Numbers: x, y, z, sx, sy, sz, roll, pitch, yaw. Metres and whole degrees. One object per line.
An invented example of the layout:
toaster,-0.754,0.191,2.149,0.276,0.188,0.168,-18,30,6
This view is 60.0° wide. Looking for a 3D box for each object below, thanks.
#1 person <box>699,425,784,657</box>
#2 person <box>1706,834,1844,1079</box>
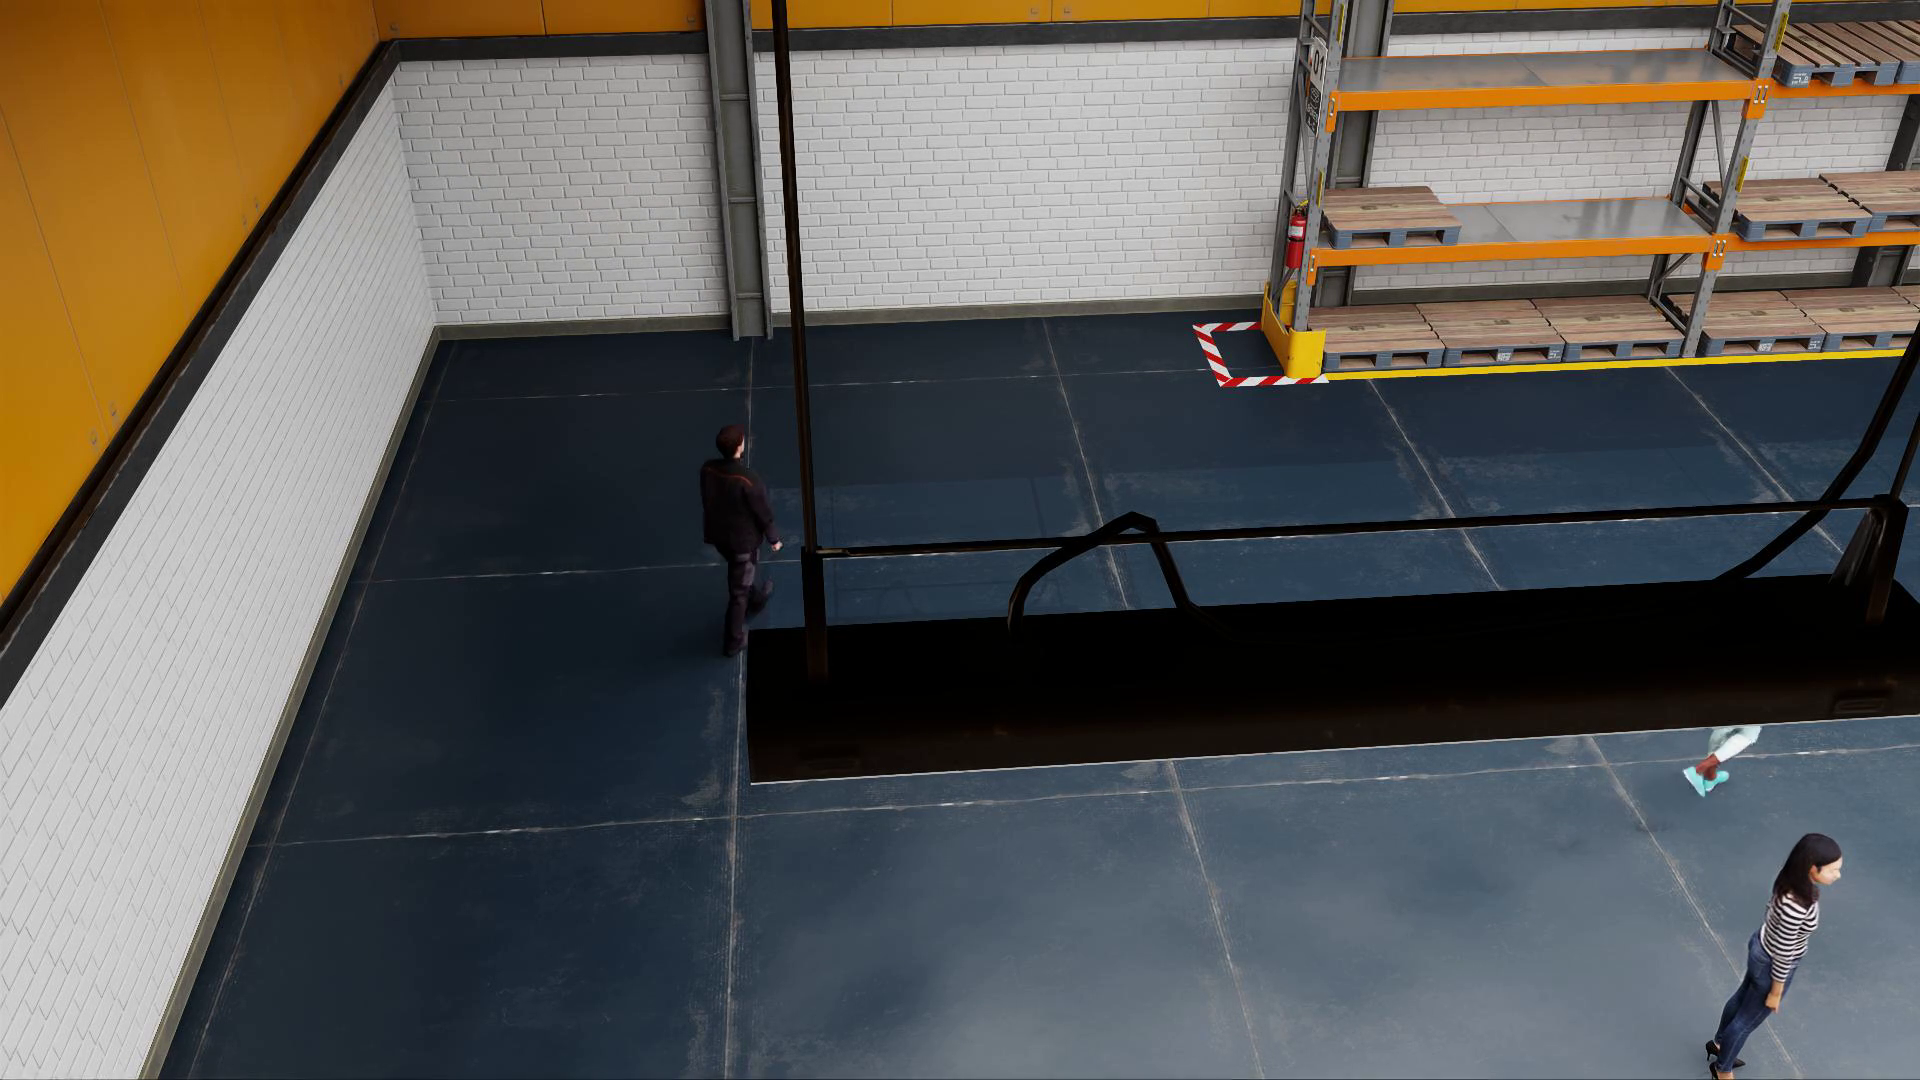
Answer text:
person,-1.691,0.039,12.144,1.127,1.807,1.151,20,38,27
person,4.303,2.248,8.832,0.666,1.794,0.670,13,36,19
